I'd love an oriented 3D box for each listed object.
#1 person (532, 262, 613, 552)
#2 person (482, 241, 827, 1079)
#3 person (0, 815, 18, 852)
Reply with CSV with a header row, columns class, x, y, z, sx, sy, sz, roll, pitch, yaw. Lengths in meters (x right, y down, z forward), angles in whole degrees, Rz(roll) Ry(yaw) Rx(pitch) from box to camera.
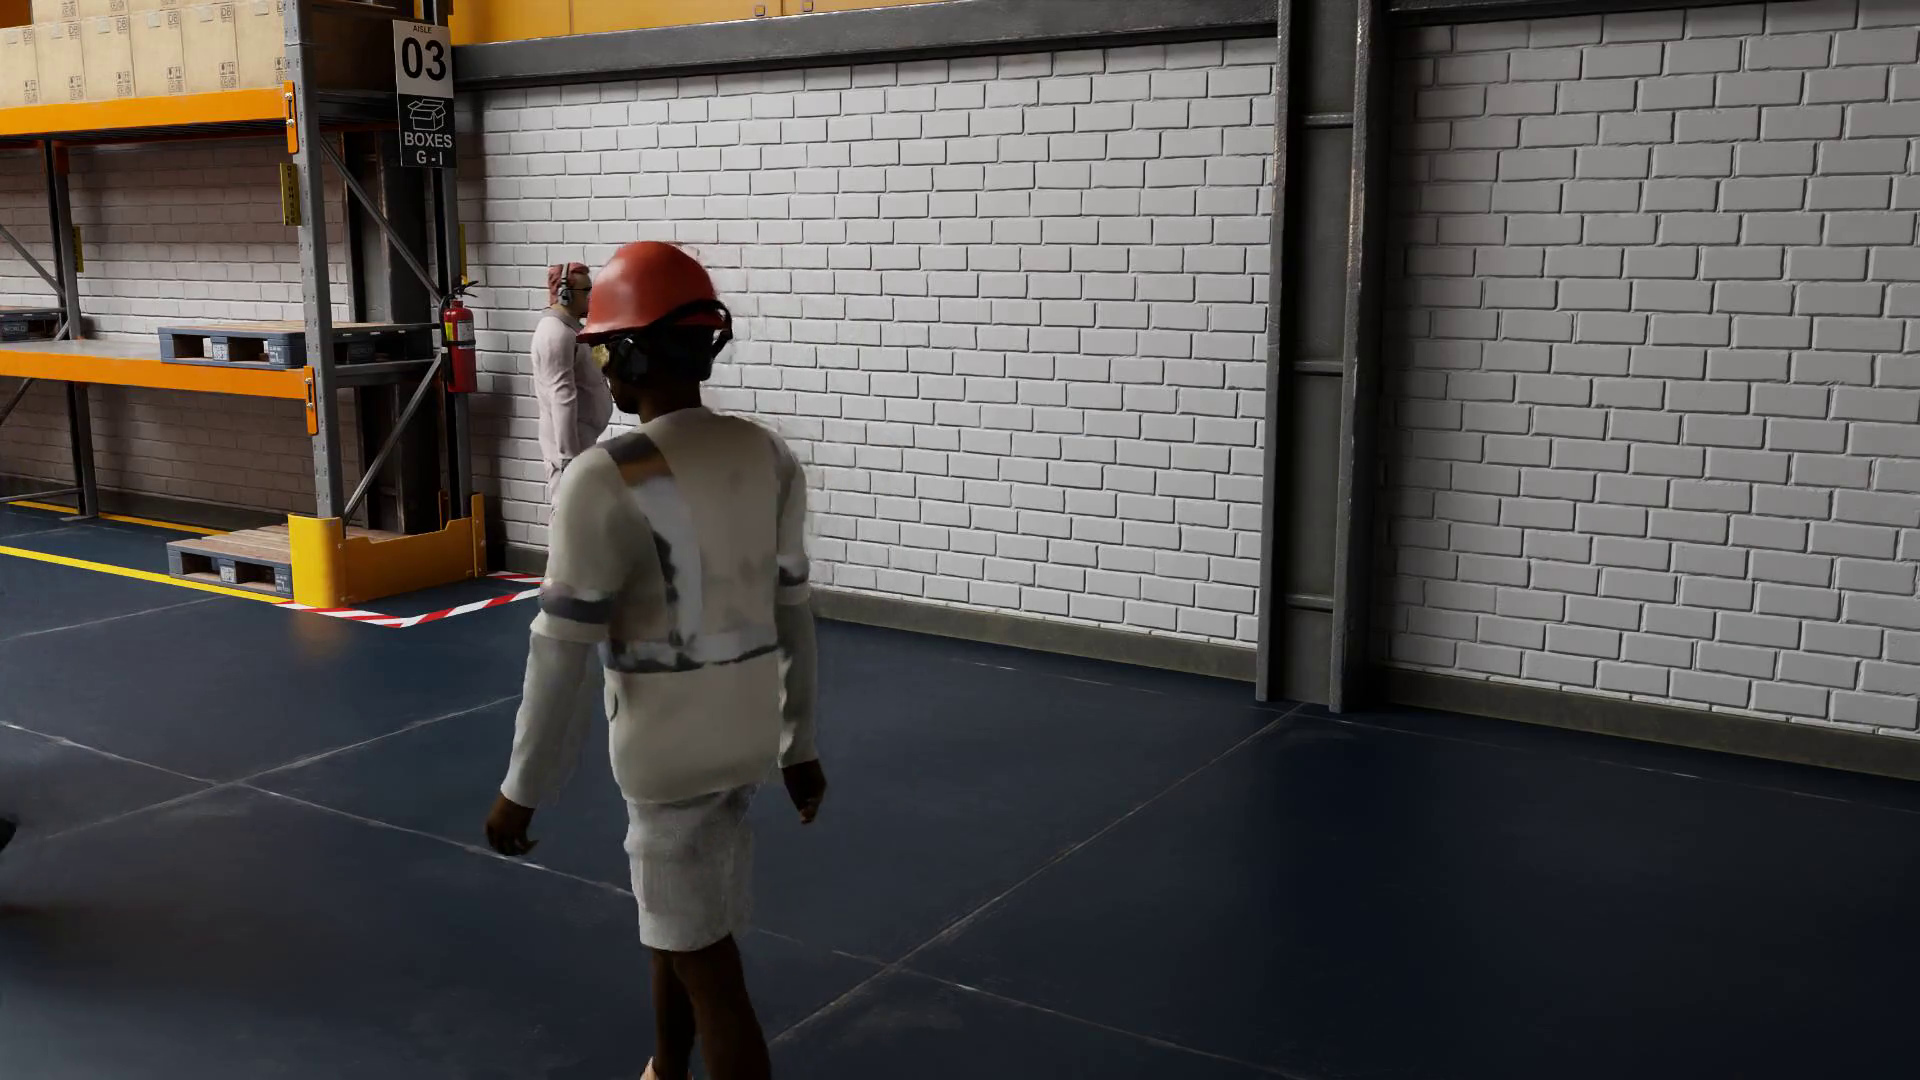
class,x,y,z,sx,sy,sz,roll,pitch,yaw
person,-2.035,-0.506,8.805,0.403,1.906,0.651,-2,10,-12
person,-0.640,0.419,3.373,0.830,2.008,0.631,5,12,28
person,-3.182,0.234,4.923,0.457,1.823,0.585,-4,11,-20
